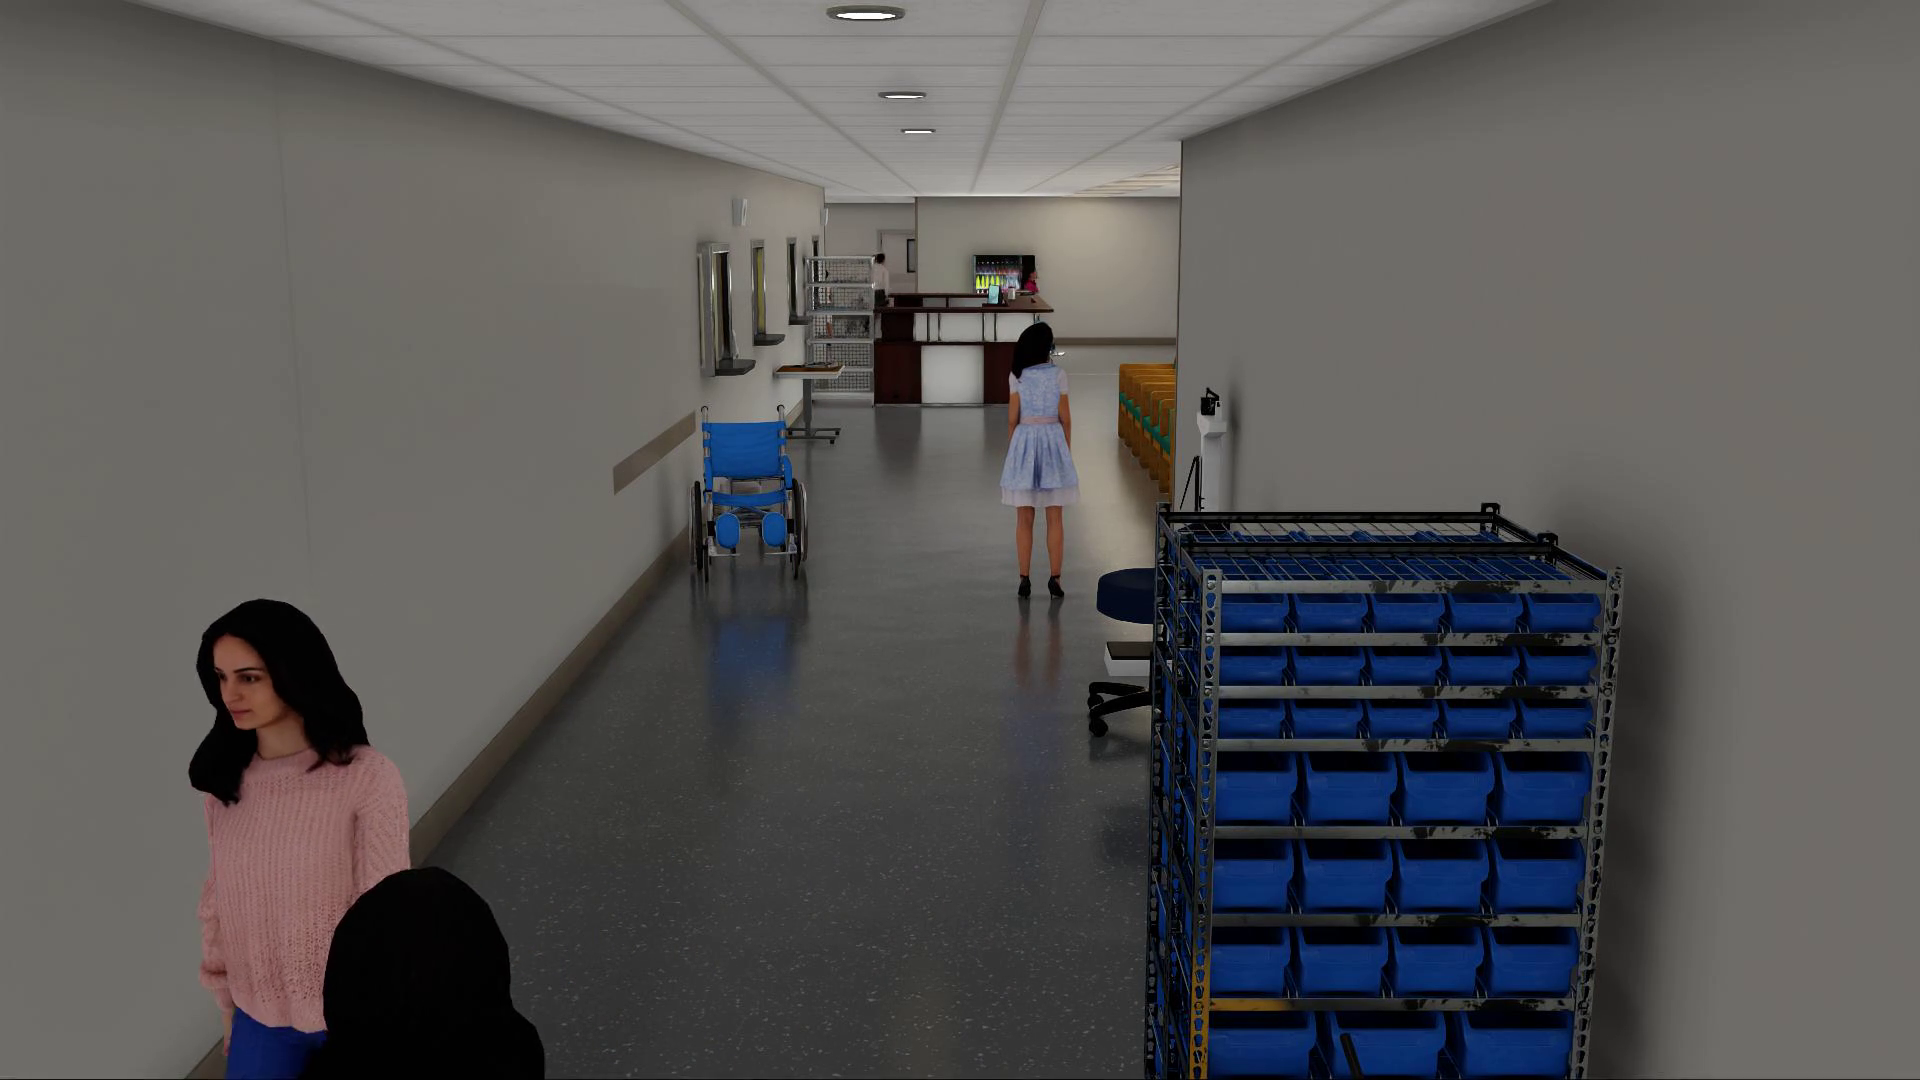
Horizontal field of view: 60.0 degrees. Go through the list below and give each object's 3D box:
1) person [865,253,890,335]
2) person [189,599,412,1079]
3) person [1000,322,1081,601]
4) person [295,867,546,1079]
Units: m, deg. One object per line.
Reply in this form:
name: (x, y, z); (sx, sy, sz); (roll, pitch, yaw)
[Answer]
person: (-1.825, -5.397, 36.704); (1.117, 1.786, 1.104); (8, 13, 35)
person: (-1.216, 0.950, 3.344); (0.717, 1.753, 0.829); (2, 11, 12)
person: (0.521, -0.515, 10.887); (0.706, 1.819, 0.801); (2, 11, 9)
person: (-0.684, 1.231, 2.237); (0.612, 1.614, 0.740); (2, 11, 10)
